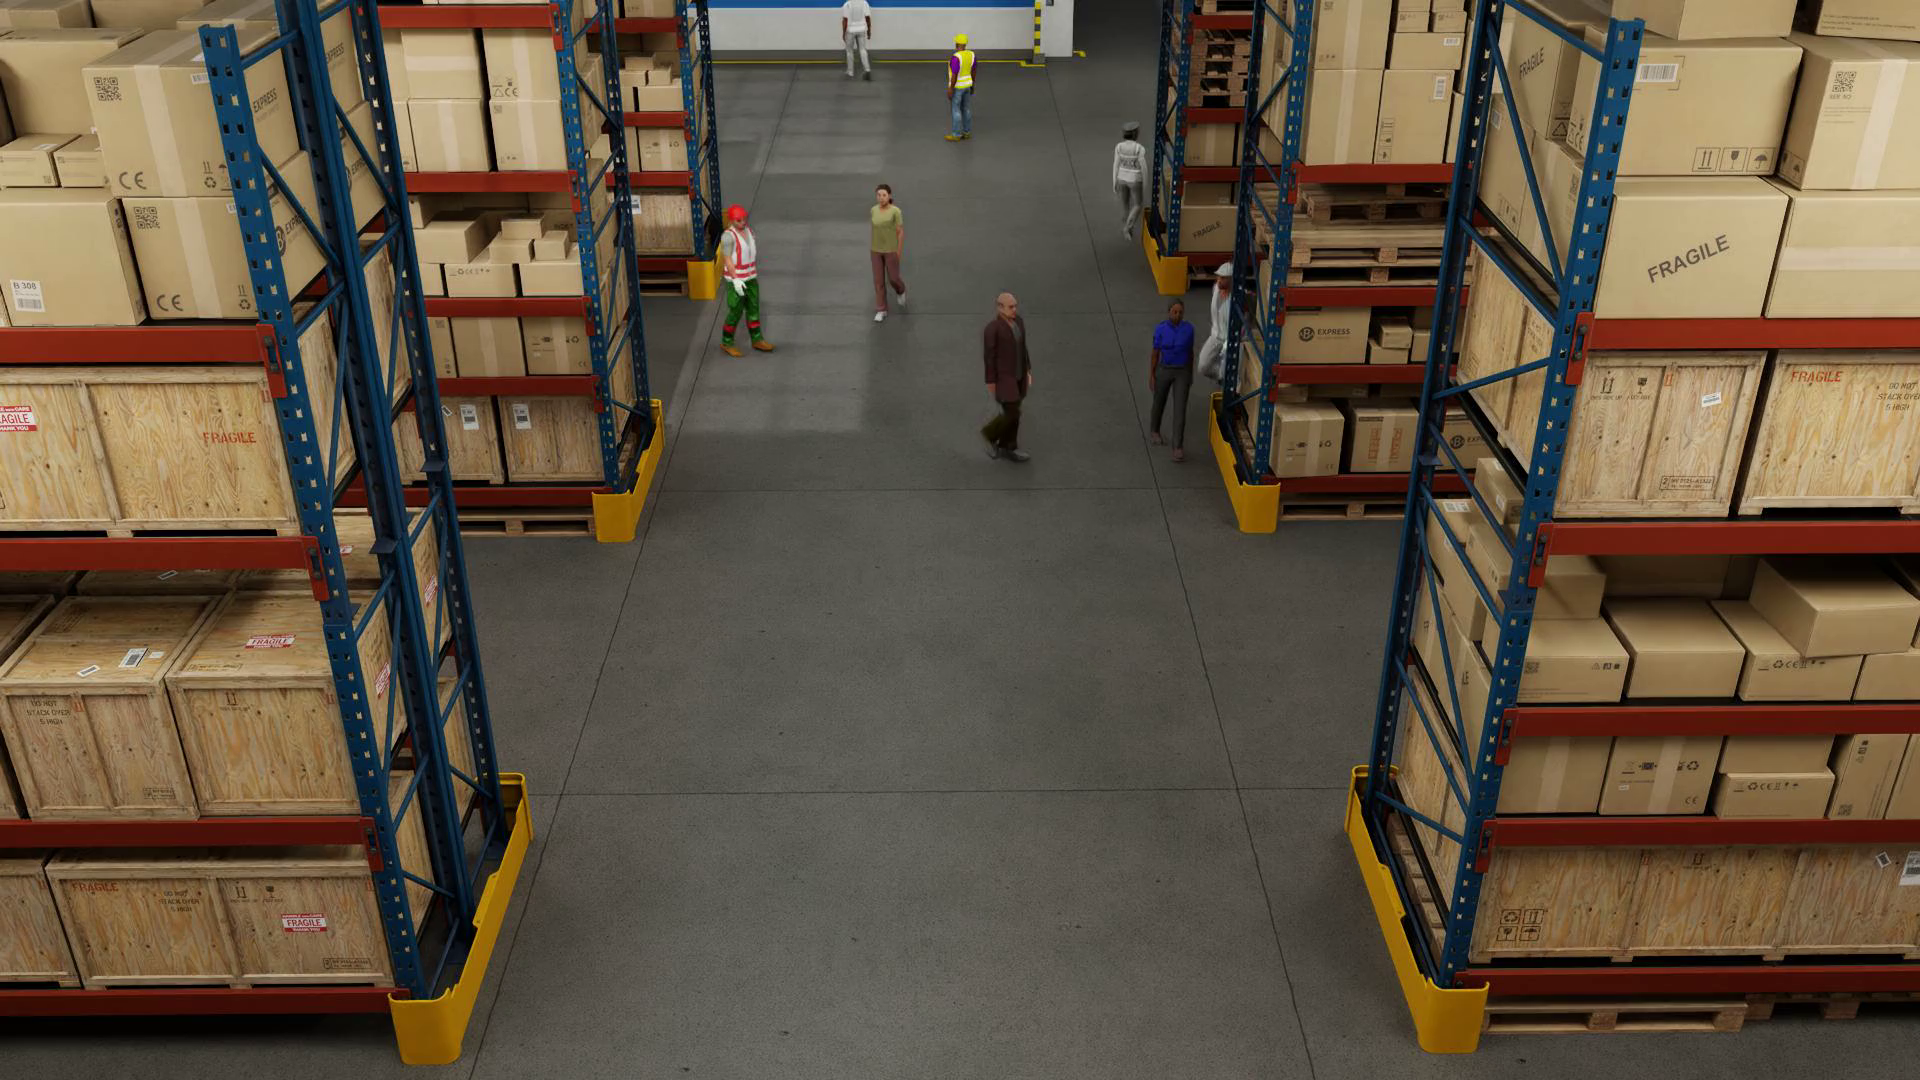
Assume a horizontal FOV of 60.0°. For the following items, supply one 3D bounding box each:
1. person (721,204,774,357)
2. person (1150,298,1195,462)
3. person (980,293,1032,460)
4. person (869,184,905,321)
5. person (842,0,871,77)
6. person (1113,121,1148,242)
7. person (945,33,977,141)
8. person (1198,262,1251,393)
[{"bbox_3d":[-2.540,-3.058,19.534,0.495,1.807,0.515,18,33,30],"label":"person"},{"bbox_3d":[2.193,-1.685,17.174,0.463,1.665,0.740,-1,28,-2],"label":"person"},{"bbox_3d":[0.498,-1.652,16.917,0.539,1.783,0.583,21,35,33],"label":"person"},{"bbox_3d":[-0.915,-3.606,20.701,0.445,1.666,0.657,7,29,13],"label":"person"},{"bbox_3d":[-2.026,-9.899,32.313,0.577,1.764,0.738,-11,30,-20],"label":"person"},{"bbox_3d":[2.388,-5.017,23.302,0.505,1.680,0.635,11,30,20],"label":"person"},{"bbox_3d":[-0.010,-7.690,28.208,0.407,1.768,0.563,23,36,36],"label":"person"},{"bbox_3d":[2.861,-2.205,18.050,0.573,1.726,0.740,-19,34,-32],"label":"person"}]
